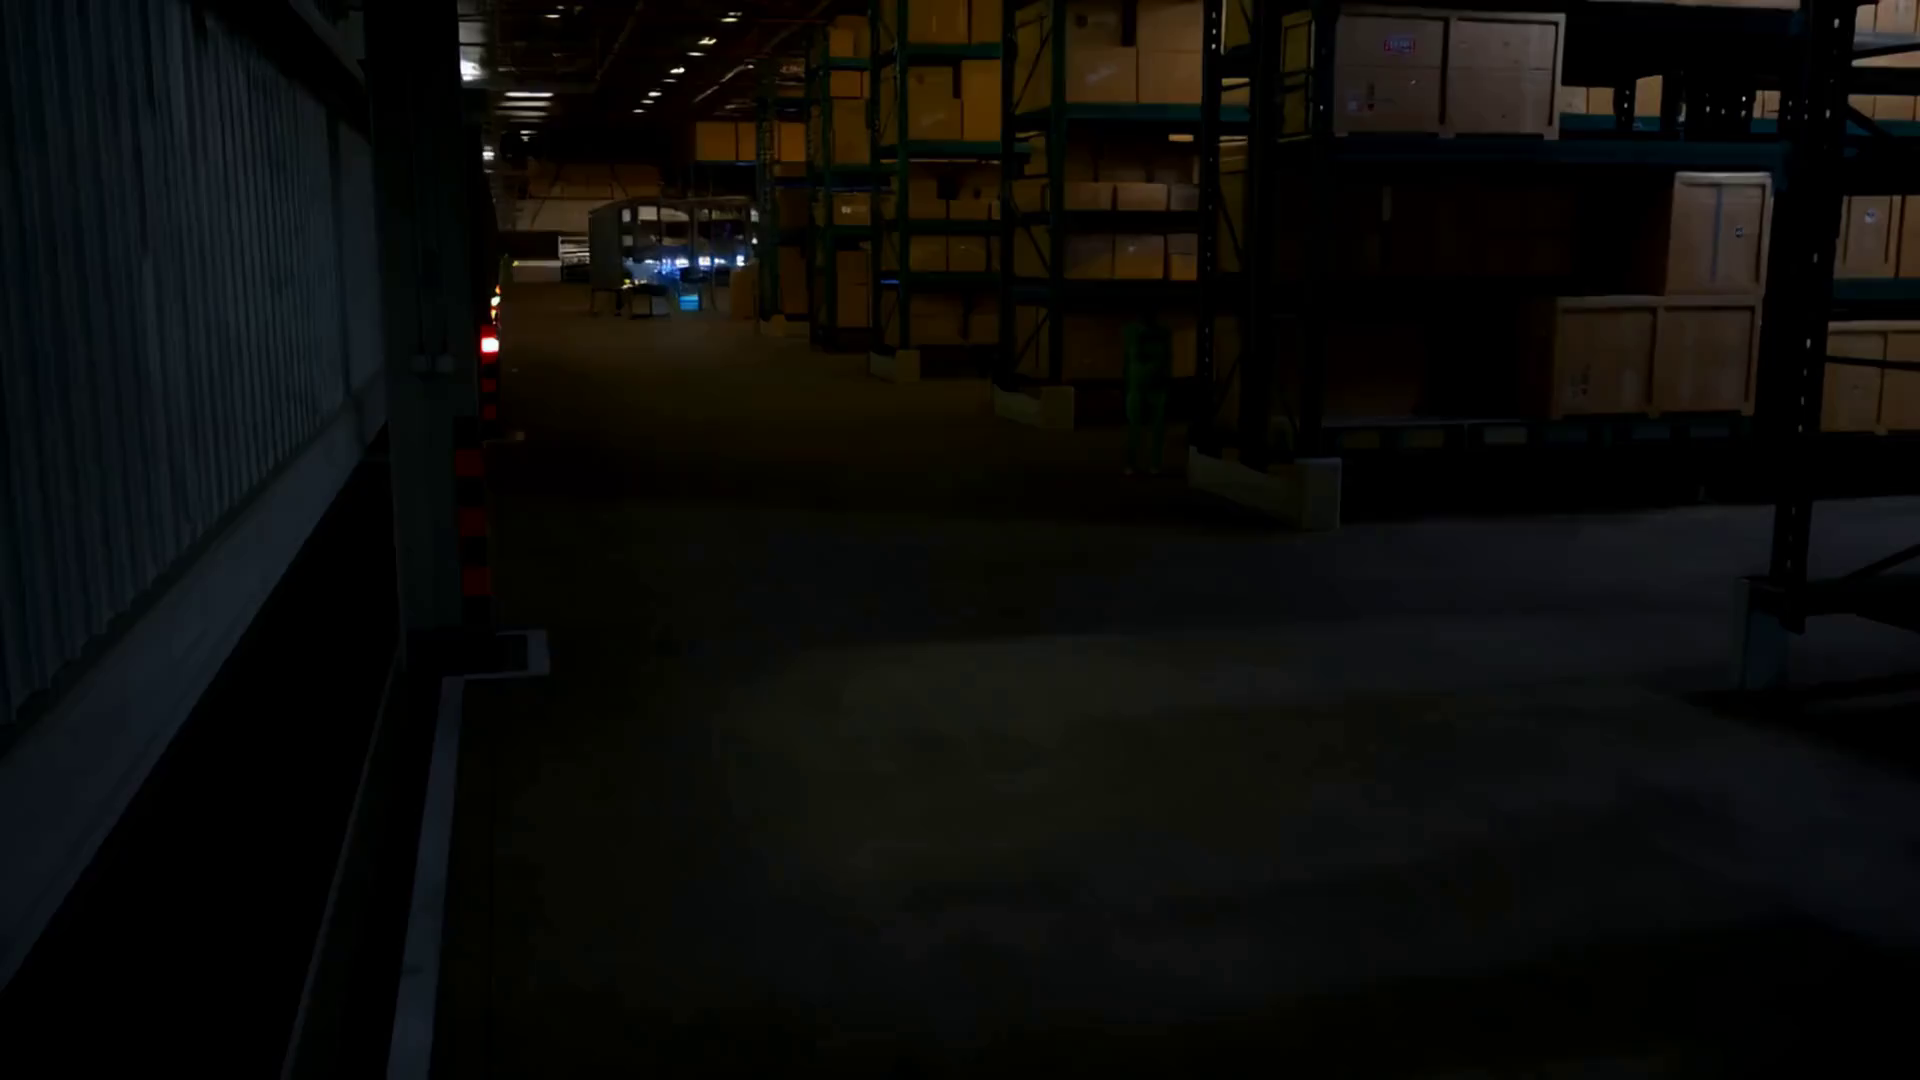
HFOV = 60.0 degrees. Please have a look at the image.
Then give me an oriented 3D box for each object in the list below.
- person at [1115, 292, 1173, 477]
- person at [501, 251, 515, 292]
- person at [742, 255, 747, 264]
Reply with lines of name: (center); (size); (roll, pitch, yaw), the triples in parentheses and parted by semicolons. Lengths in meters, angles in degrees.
person: (1.619, -1.365, 14.655); (0.522, 1.624, 0.351); (-2, 10, -12)
person: (-19.876, -11.787, 73.156); (0.606, 1.819, 0.423); (-3, 10, -16)
person: (-7.205, -8.668, 55.709); (0.573, 1.740, 0.416); (-3, 11, -18)
